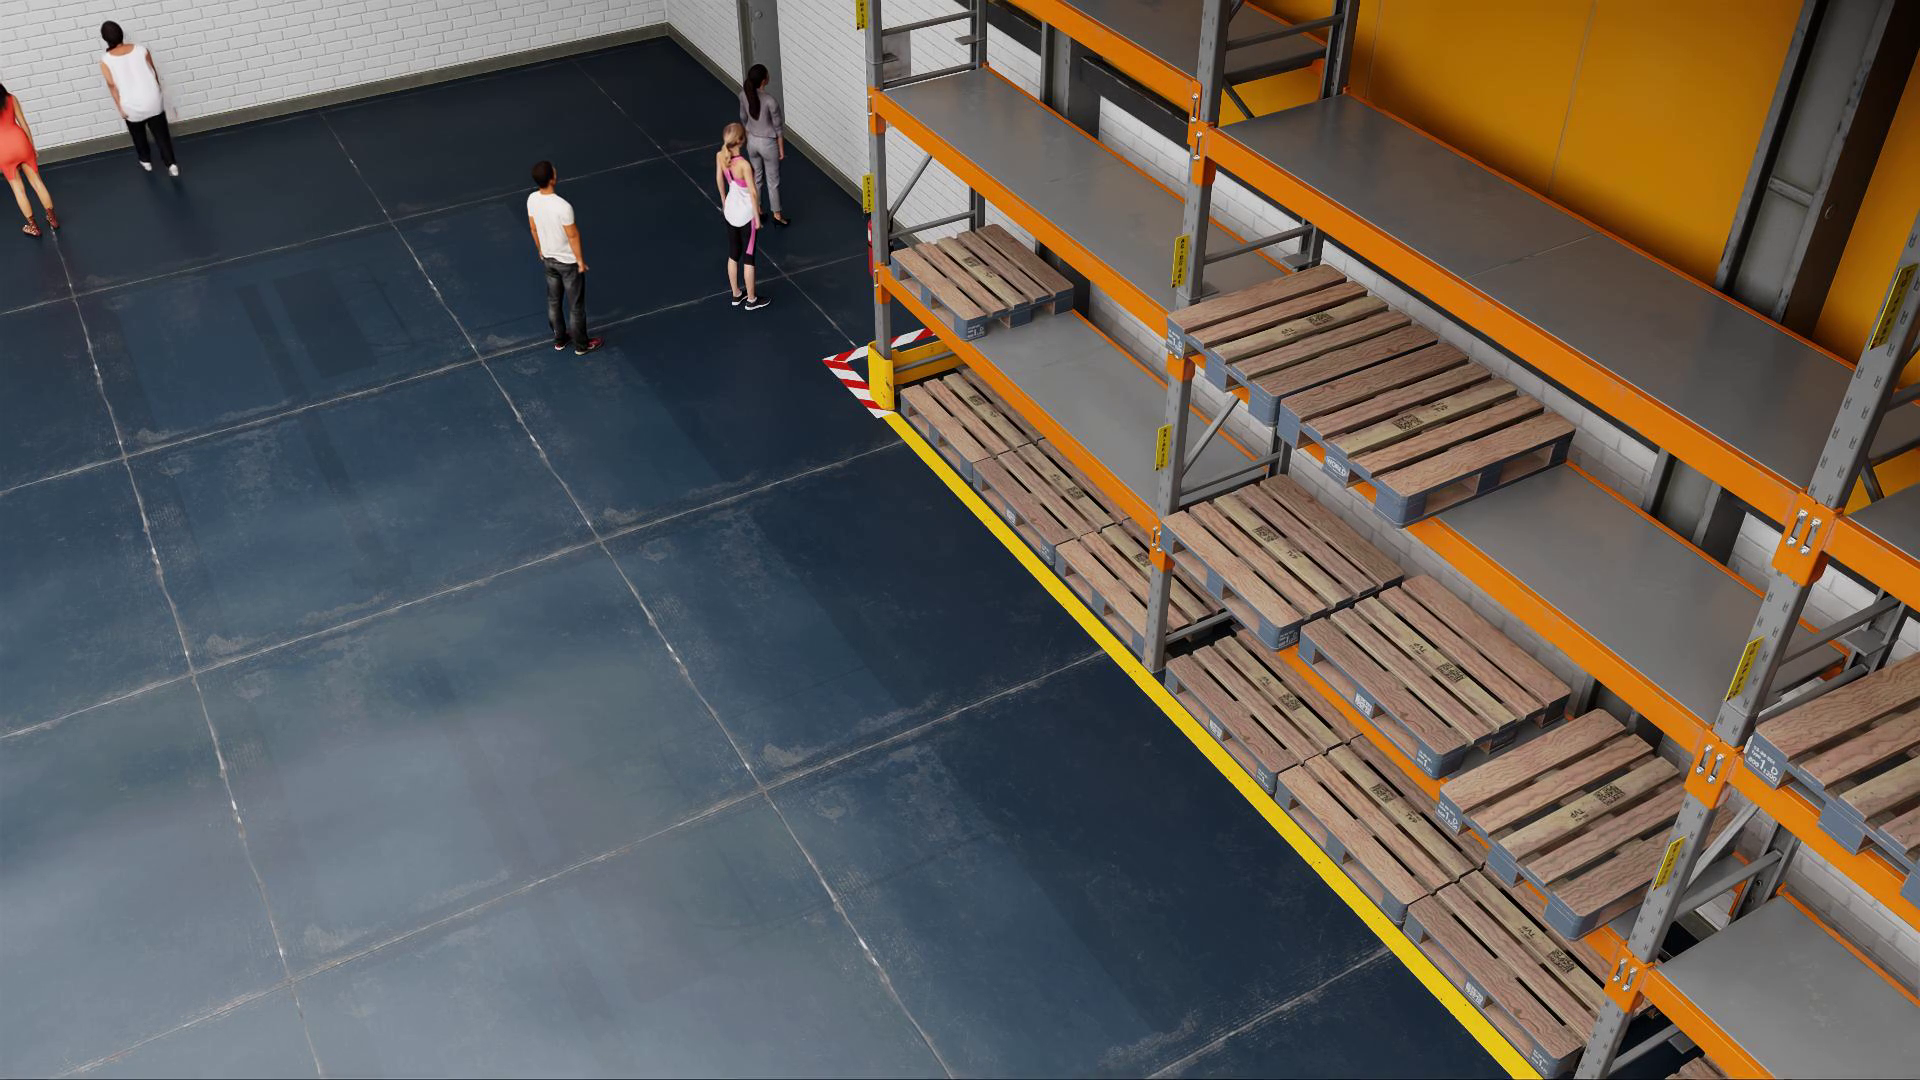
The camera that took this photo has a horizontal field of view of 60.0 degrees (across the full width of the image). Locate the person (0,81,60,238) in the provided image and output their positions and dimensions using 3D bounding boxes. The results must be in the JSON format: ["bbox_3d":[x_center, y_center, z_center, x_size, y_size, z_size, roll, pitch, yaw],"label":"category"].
[{"bbox_3d":[-9.212,-3.781,16.186,0.641,1.719,0.654,27,46,30],"label":"person"}]

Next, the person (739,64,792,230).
[{"bbox_3d":[-1.928,-3.854,16.311,0.692,1.679,0.783,19,42,22],"label":"person"}]

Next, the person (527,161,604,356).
[{"bbox_3d":[-3.481,-2.454,14.457,0.666,1.804,0.781,18,42,21],"label":"person"}]

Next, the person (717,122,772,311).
[{"bbox_3d":[-1.996,-2.932,15.069,0.584,1.787,0.738,27,46,29],"label":"person"}]

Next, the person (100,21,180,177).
[{"bbox_3d":[-8.444,-4.525,17.159,0.650,1.668,0.939,-21,43,-24],"label":"person"}]
